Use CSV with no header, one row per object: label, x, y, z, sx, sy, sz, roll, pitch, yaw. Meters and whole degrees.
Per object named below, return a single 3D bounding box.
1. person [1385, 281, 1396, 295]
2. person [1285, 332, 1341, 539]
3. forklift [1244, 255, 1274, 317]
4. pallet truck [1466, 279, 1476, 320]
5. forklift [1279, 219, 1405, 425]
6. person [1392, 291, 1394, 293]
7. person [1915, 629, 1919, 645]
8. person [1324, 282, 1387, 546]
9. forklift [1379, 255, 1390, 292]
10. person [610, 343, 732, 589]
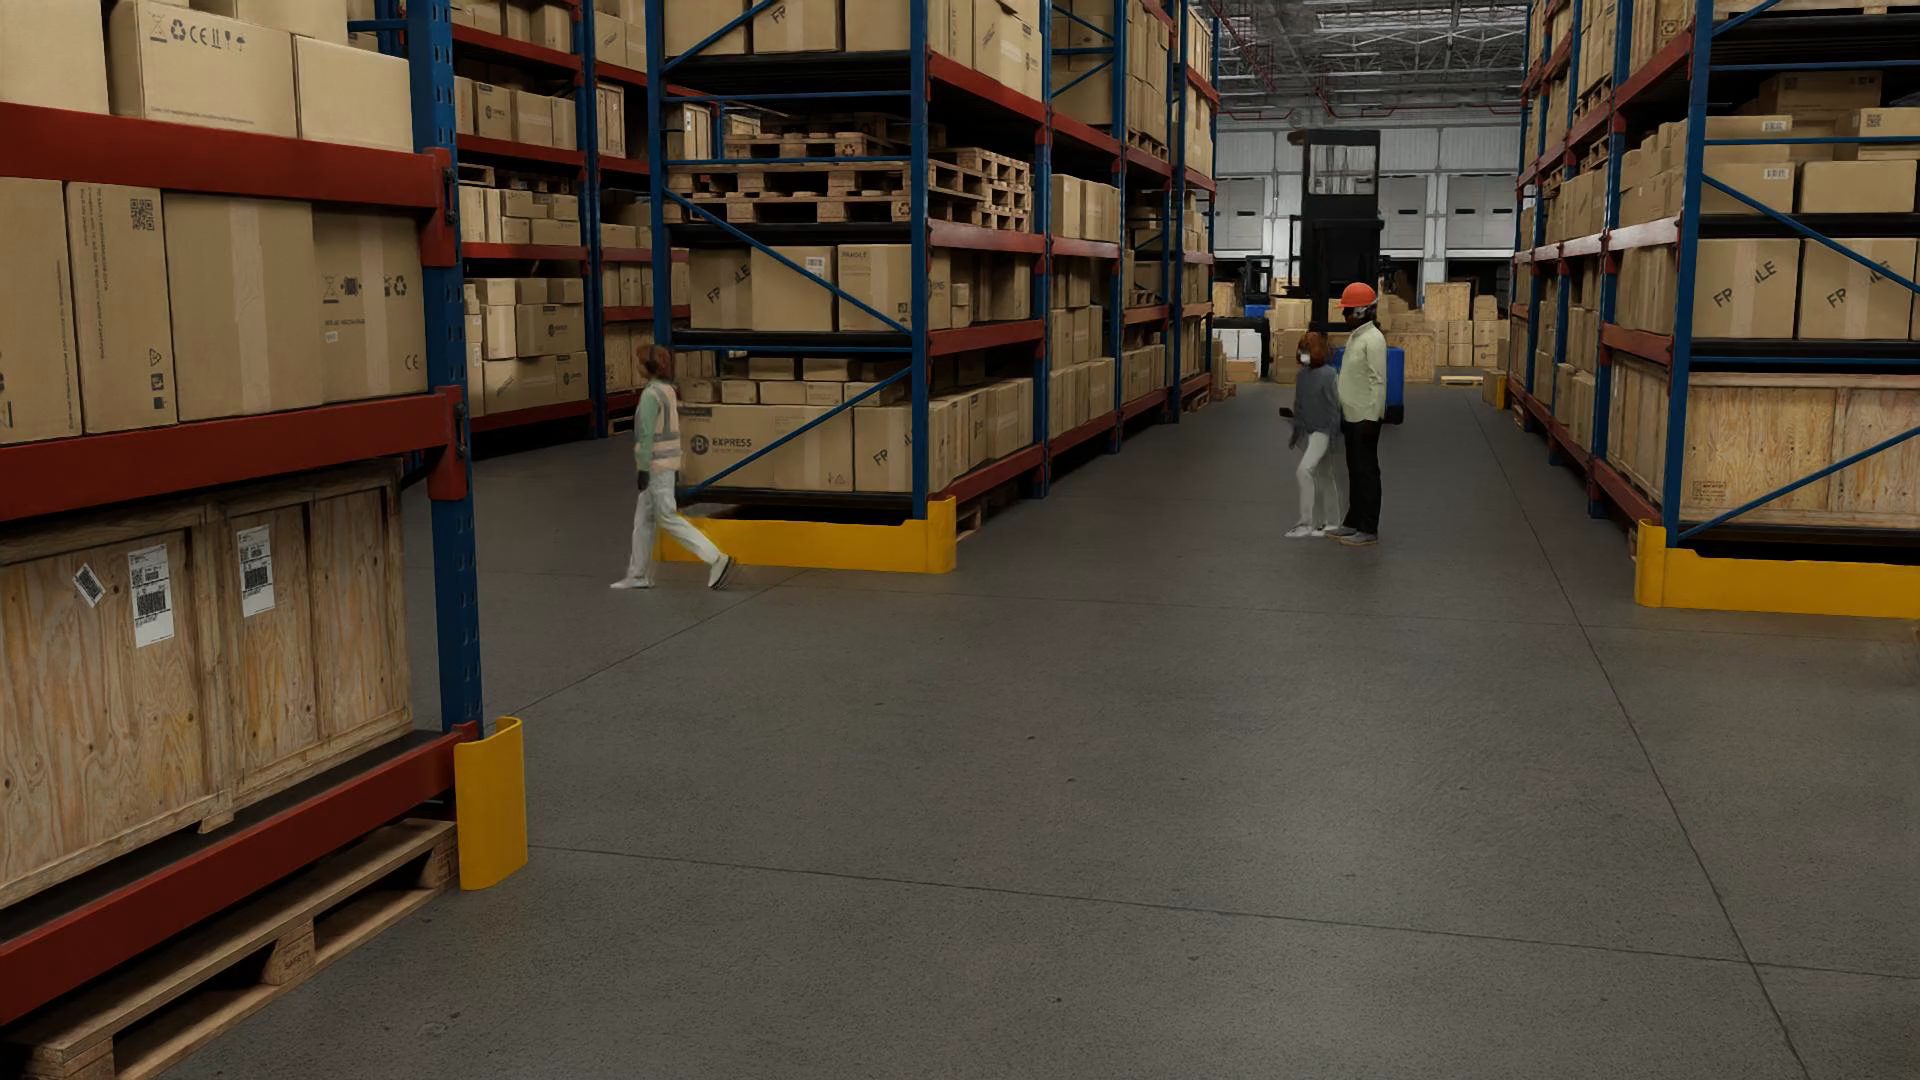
person,13.835,-7.315,53.288,0.598,1.919,0.638,5,10,29
person,2.719,-0.803,12.893,0.629,1.604,0.516,-2,9,-12
forklift,10.478,-8.583,58.304,1.129,2.768,1.873,0,9,-1
pallet truck,18.896,-8.459,60.307,1.885,1.965,0.823,5,10,31
forklift,5.323,-3.026,22.996,1.129,2.768,1.873,-2,9,-10
person,14.435,-7.567,55.844,0.728,1.608,0.526,0,9,-2
person,5.071,-0.124,7.900,0.712,1.826,0.634,3,9,16
person,3.021,-0.946,12.603,0.392,1.990,0.612,-1,9,-3
forklift,14.233,-8.404,57.165,1.129,2.768,1.873,-2,9,-13
person,-1.881,-0.463,10.724,0.760,1.616,0.514,0,9,0
